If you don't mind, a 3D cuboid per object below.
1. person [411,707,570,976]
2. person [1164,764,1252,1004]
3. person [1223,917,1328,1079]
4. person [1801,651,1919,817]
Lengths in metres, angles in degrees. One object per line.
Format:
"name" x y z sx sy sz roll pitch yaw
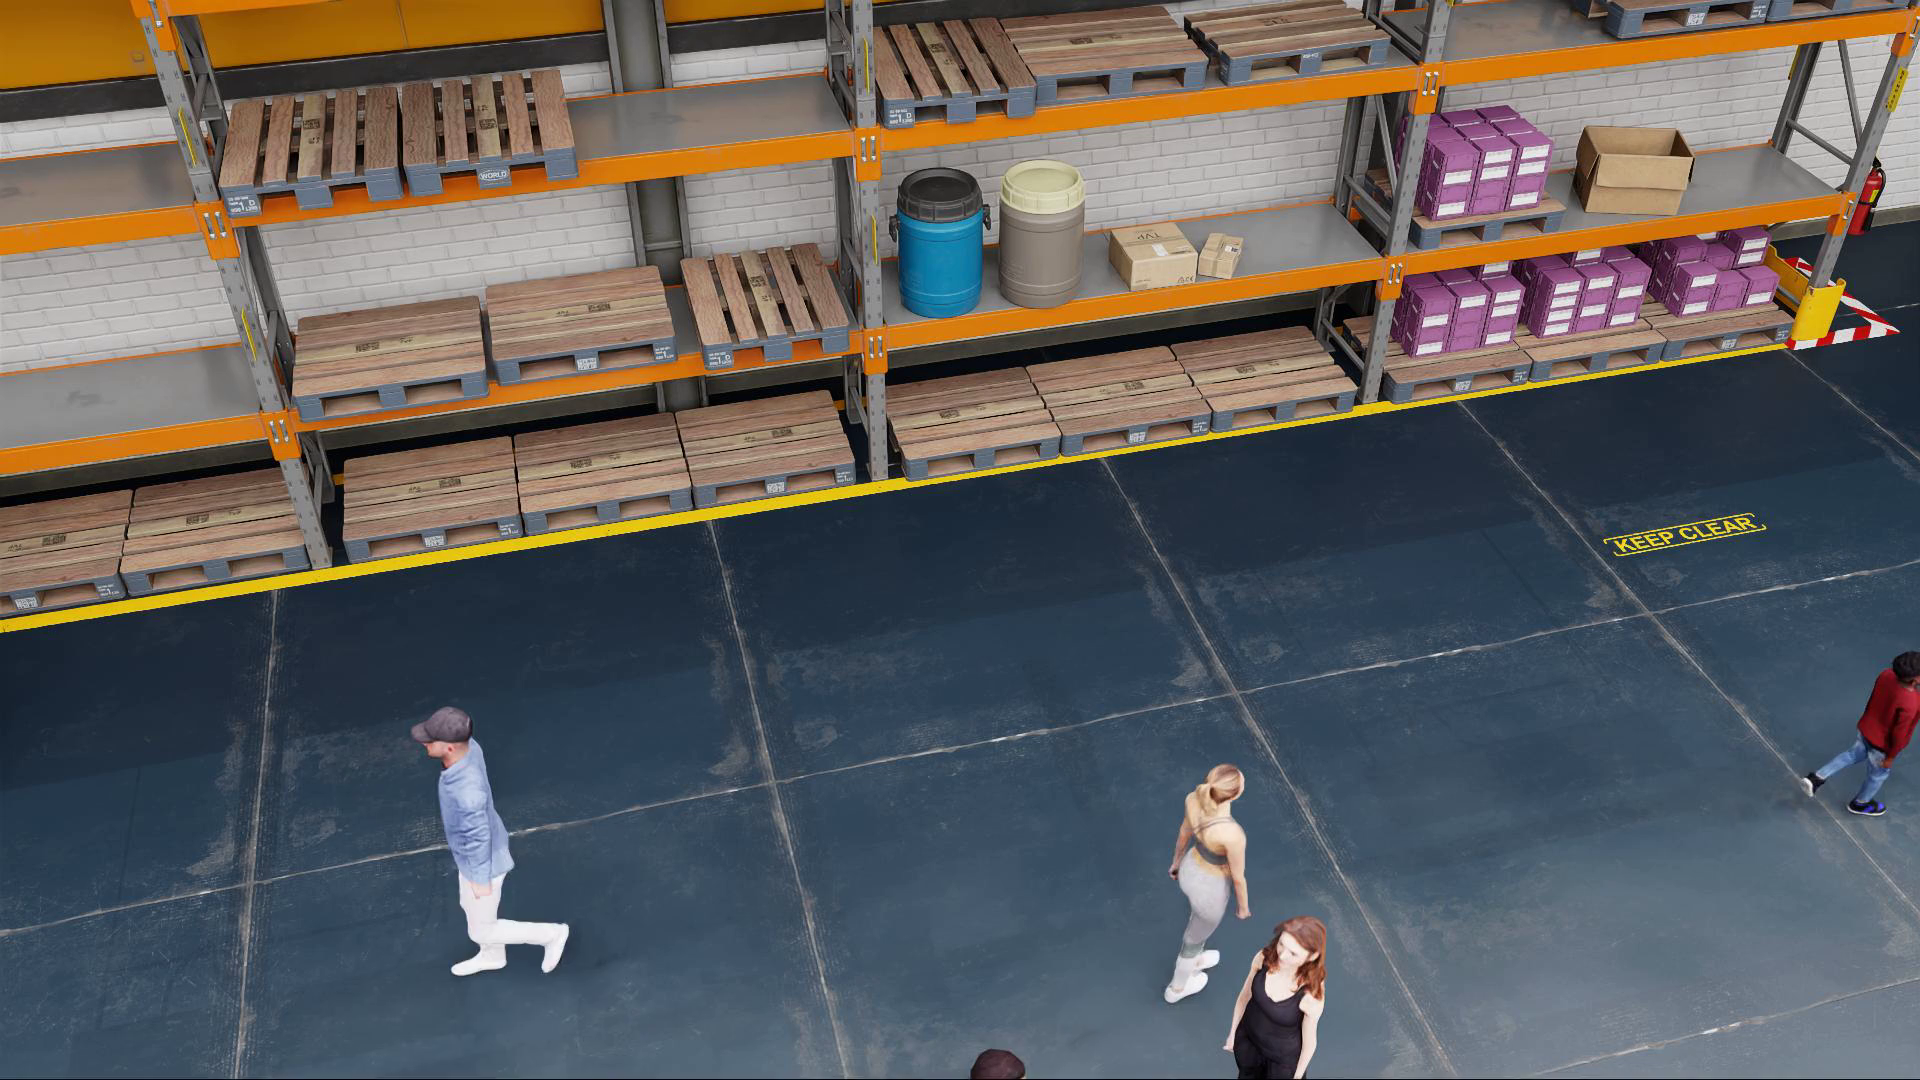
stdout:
"person" -2.370 1.565 8.411 0.885 1.879 0.701 -13 40 -16
"person" 1.159 1.763 8.312 0.712 1.694 0.674 -19 43 -23
"person" 1.446 2.302 7.595 0.665 1.747 0.656 -29 47 -31
"person" 5.201 1.107 9.495 0.774 1.242 0.582 -3 39 -3
